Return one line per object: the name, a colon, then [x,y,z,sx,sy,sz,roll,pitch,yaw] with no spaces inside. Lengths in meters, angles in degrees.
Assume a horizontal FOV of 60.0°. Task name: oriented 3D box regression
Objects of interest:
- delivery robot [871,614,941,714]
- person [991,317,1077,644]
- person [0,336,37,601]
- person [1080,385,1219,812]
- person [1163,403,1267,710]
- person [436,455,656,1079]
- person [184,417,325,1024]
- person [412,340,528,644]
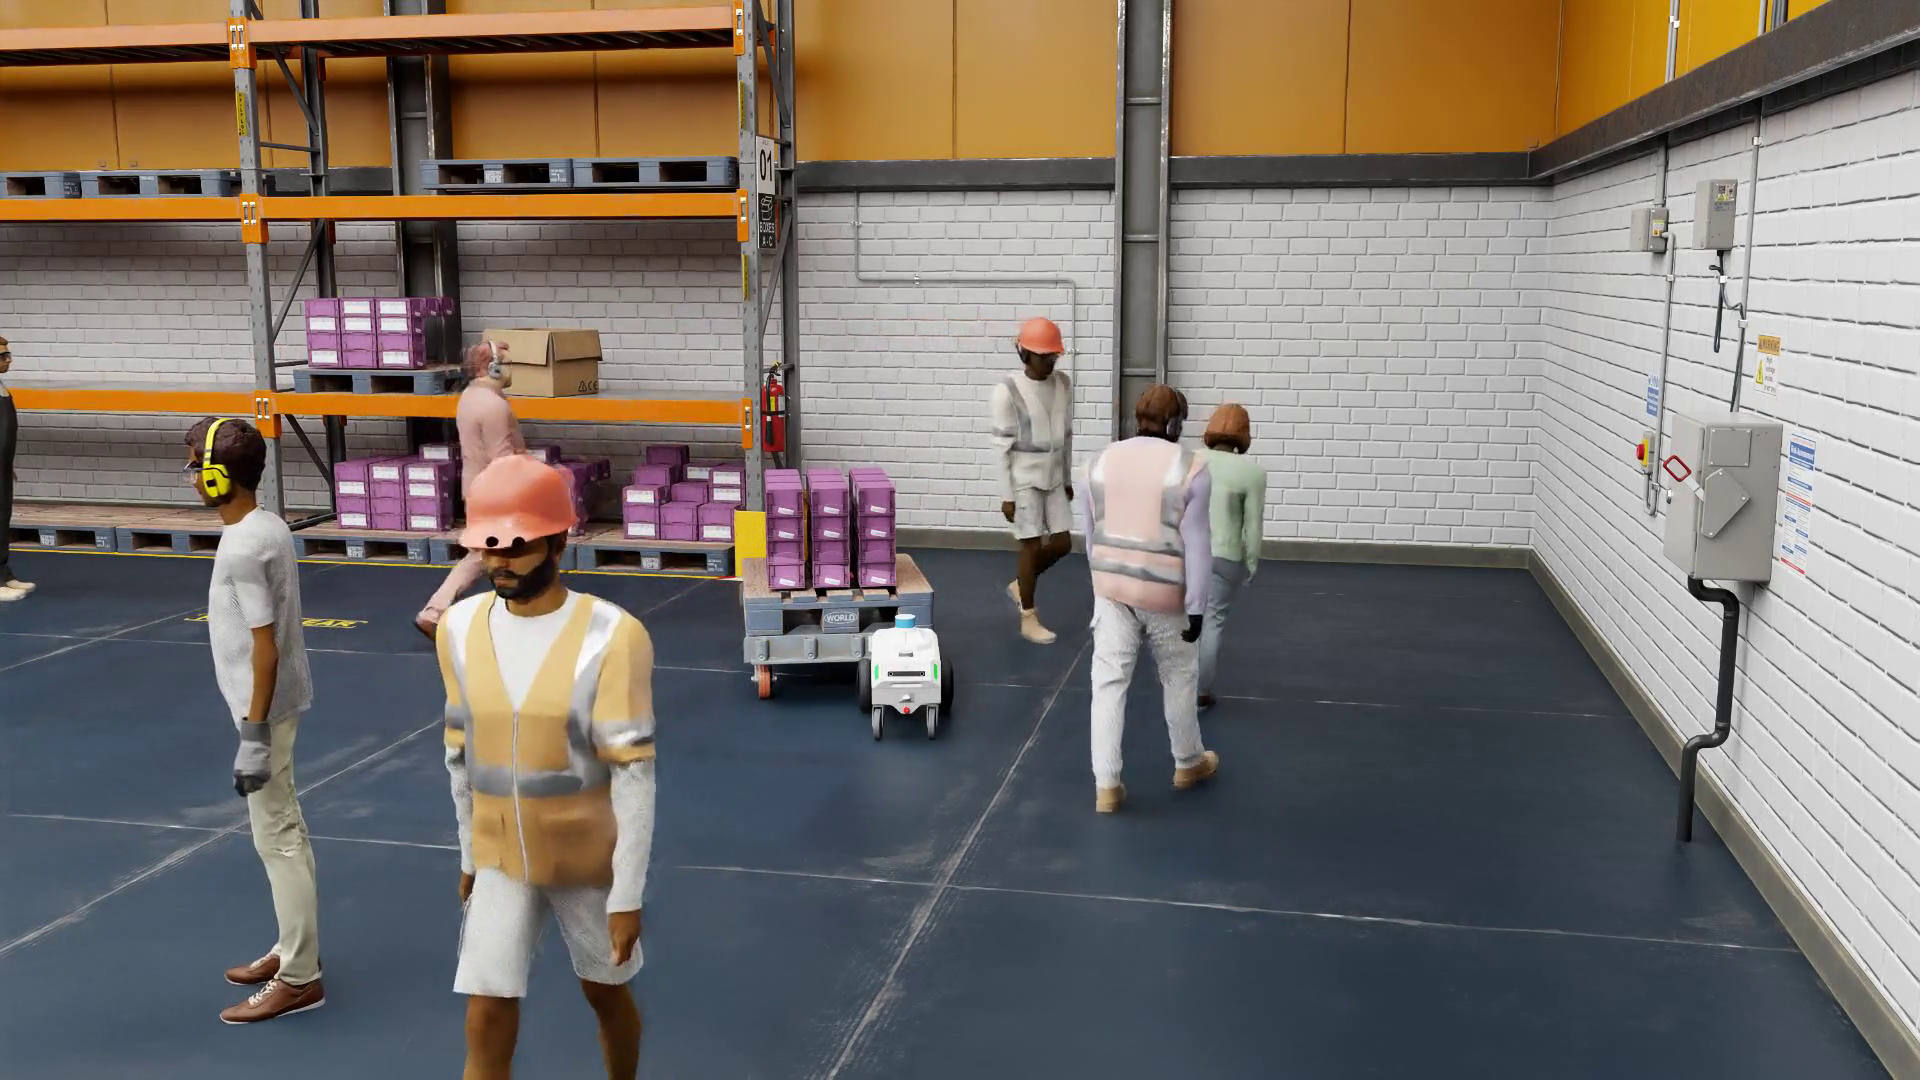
delivery robot: [-0.275,0.618,8.368,0.477,0.478,0.707,0,9,-3]
person: [0.455,-0.356,10.170,0.667,2.001,0.637,-7,12,-36]
person: [-6.685,-0.504,11.542,0.342,1.841,0.506,-2,10,-14]
person: [0.831,0.233,7.217,0.654,1.793,0.872,5,11,29]
person: [1.290,0.100,8.581,0.546,1.605,0.474,4,10,25]
person: [-0.980,0.752,3.828,0.572,1.884,0.972,2,10,12]
person: [-2.169,0.555,5.115,0.336,1.859,0.521,-3,10,-16]
person: [-2.912,-0.282,10.147,0.936,1.872,0.658,-5,11,-27]
